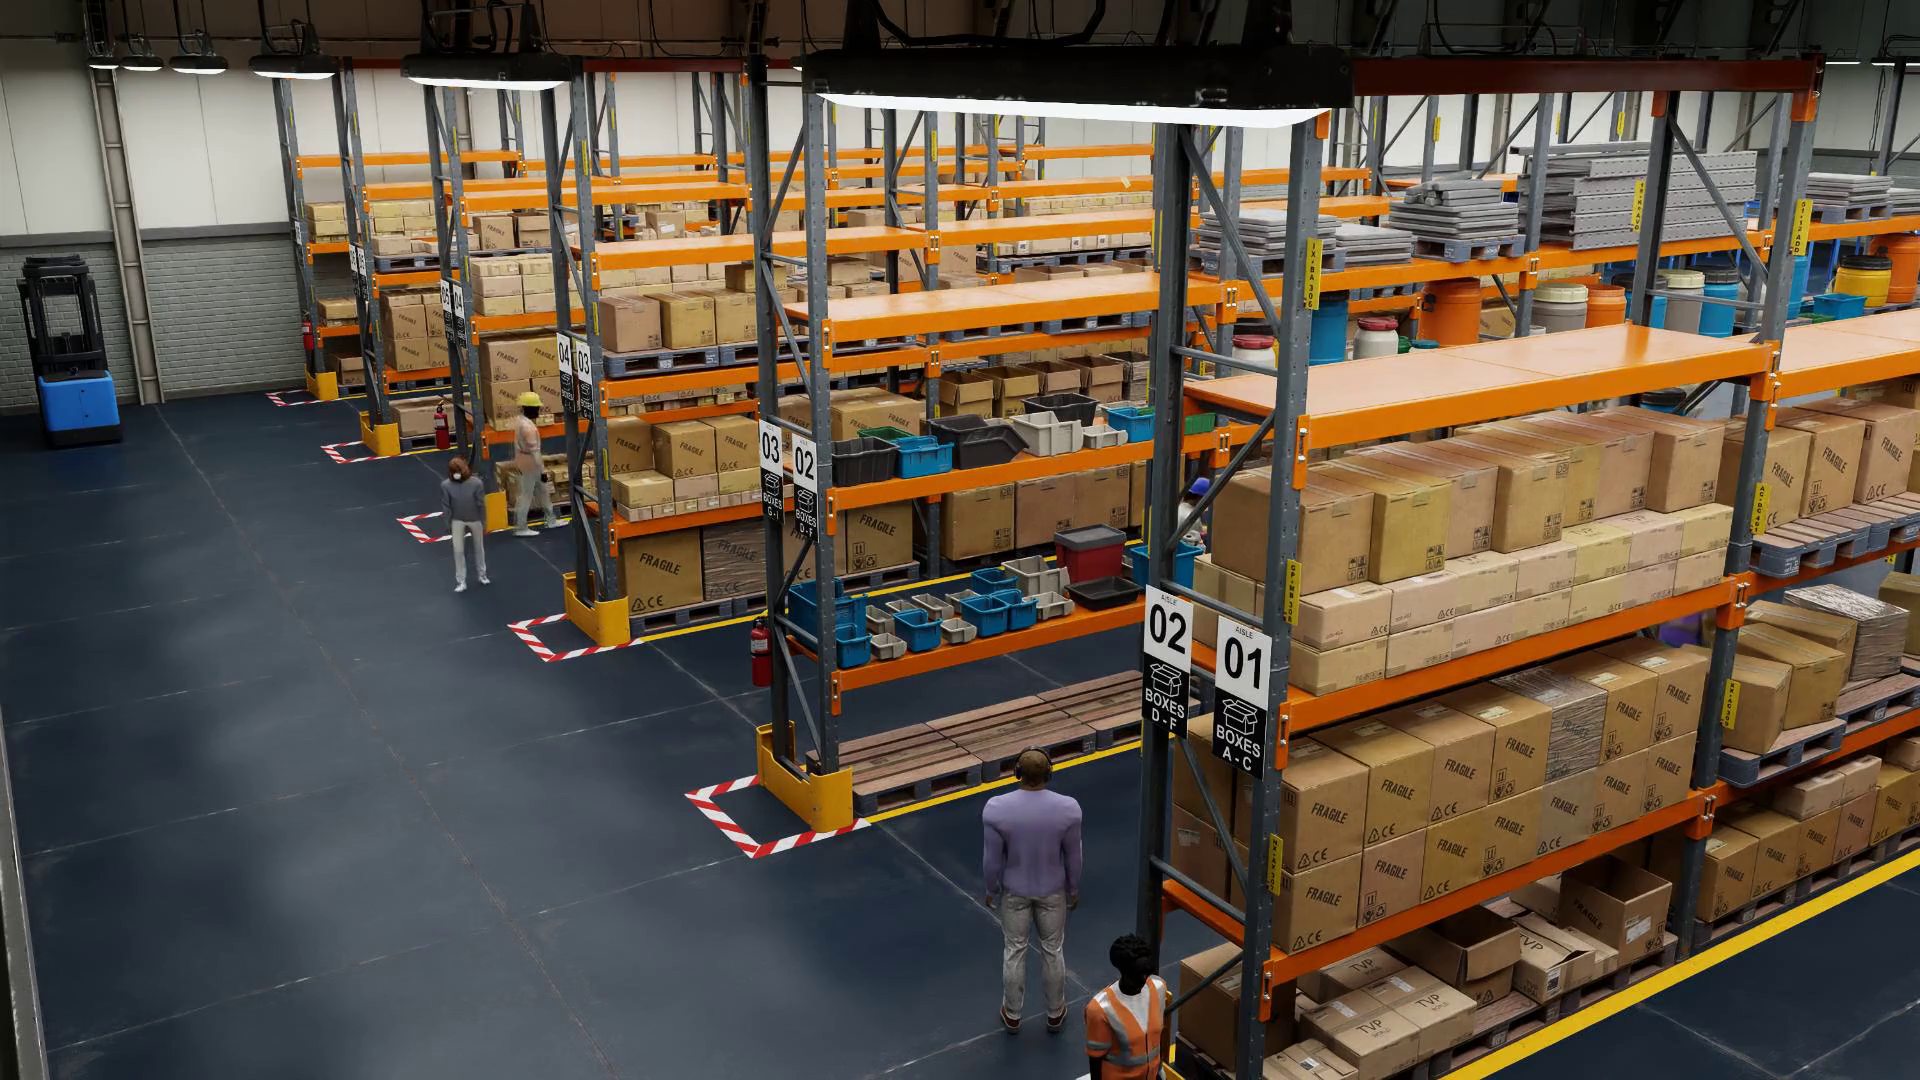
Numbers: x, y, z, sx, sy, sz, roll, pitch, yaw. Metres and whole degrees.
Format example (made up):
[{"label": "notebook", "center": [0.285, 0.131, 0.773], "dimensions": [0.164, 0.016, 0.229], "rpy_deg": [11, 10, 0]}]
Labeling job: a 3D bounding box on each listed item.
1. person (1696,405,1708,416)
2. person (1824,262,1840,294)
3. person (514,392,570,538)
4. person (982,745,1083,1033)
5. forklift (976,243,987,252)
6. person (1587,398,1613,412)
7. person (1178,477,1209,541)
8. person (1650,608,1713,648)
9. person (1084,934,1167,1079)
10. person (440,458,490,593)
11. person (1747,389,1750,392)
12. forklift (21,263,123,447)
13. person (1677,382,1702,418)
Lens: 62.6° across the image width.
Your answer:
[{"label": "person", "center": [12.495, -3.022, 27.225], "dimensions": [1.009, 1.830, 0.578], "rpy_deg": [-4, 17, -11]}, {"label": "person", "center": [18.714, -5.033, 33.821], "dimensions": [0.444, 1.824, 0.647], "rpy_deg": [12, 21, 35]}, {"label": "person", "center": [-5.447, -0.988, 20.446], "dimensions": [0.857, 1.891, 0.615], "rpy_deg": [-7, 18, -23]}, {"label": "person", "center": [0.453, 2.194, 9.937], "dimensions": [0.627, 1.940, 0.372], "rpy_deg": [0, 17, 1]}, {"label": "forklift", "center": [0.988, -5.474, 34.718], "dimensions": [1.214, 2.155, 2.313], "rpy_deg": [-10, 20, -31]}, {"label": "person", "center": [10.266, -2.342, 25.380], "dimensions": [0.545, 1.586, 0.864], "rpy_deg": [-9, 19, -28]}, {"label": "person", "center": [2.297, 0.274, 16.262], "dimensions": [0.564, 1.921, 0.756], "rpy_deg": [0, 17, -1]}, {"label": "person", "center": [6.446, 0.968, 14.139], "dimensions": [0.437, 1.823, 0.603], "rpy_deg": [-9, 19, -27]}, {"label": "person", "center": [0.873, 2.826, 8.272], "dimensions": [0.535, 1.697, 0.318], "rpy_deg": [-13, 21, -36]}, {"label": "person", "center": [-5.748, -0.196, 18.361], "dimensions": [0.501, 1.586, 0.585], "rpy_deg": [-3, 17, -10]}, {"label": "person", "center": [15.071, -3.717, 29.410], "dimensions": [0.796, 1.885, 0.665], "rpy_deg": [-6, 18, -19]}, {"label": "forklift", "center": [-14.518, -3.079, 25.708], "dimensions": [1.129, 2.768, 1.873], "rpy_deg": [-10, 20, -31]}, {"label": "person", "center": [10.848, -2.032, 23.881], "dimensions": [0.668, 1.878, 1.001], "rpy_deg": [14, 22, 39]}]
